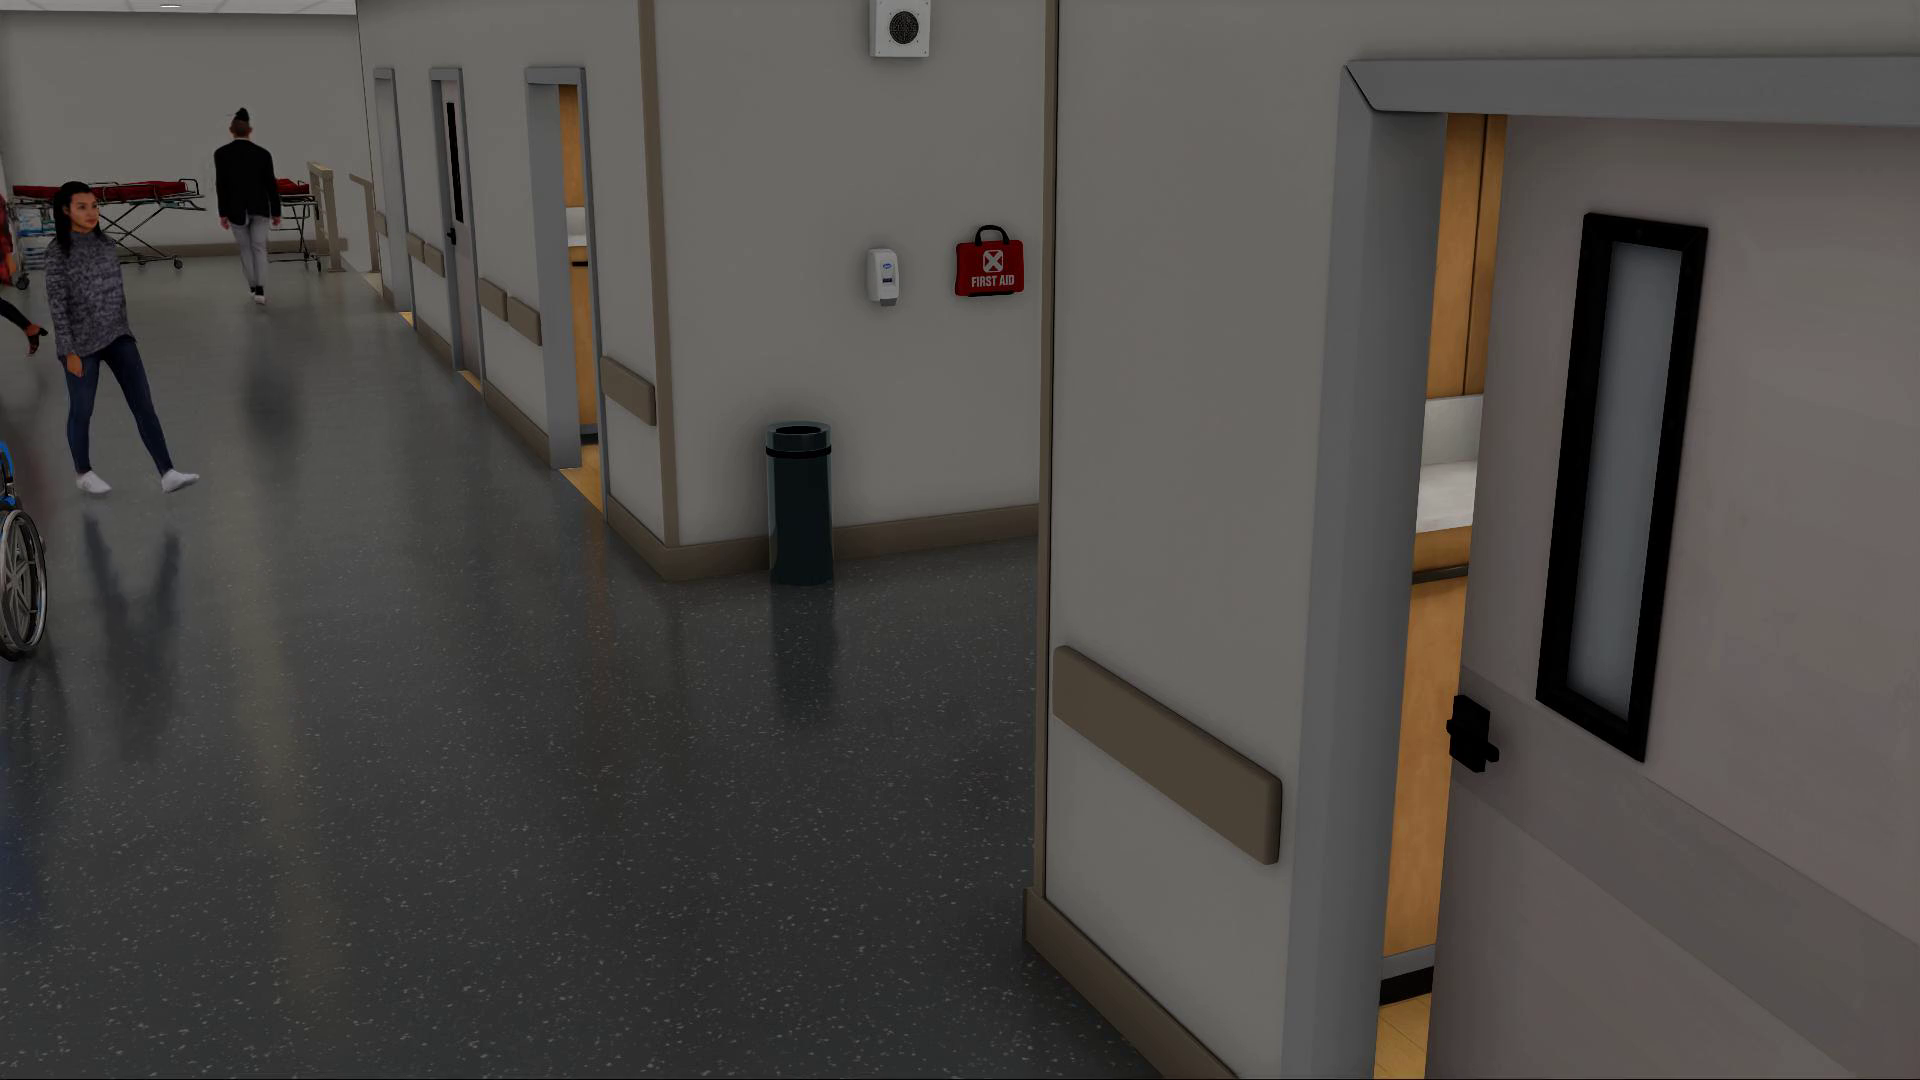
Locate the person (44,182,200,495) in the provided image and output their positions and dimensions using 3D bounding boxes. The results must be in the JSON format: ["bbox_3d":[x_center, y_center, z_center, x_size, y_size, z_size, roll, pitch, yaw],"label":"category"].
[{"bbox_3d":[-4.755,-1.056,9.041,1.188,1.695,1.041,9,18,28],"label":"person"}]

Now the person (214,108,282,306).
[{"bbox_3d":[-6.977,-3.219,16.336,0.785,1.899,1.267,-6,17,-20],"label":"person"}]

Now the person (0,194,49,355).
[{"bbox_3d":[-7.565,-2.163,13.024,1.048,1.665,1.179,4,16,15],"label":"person"}]
